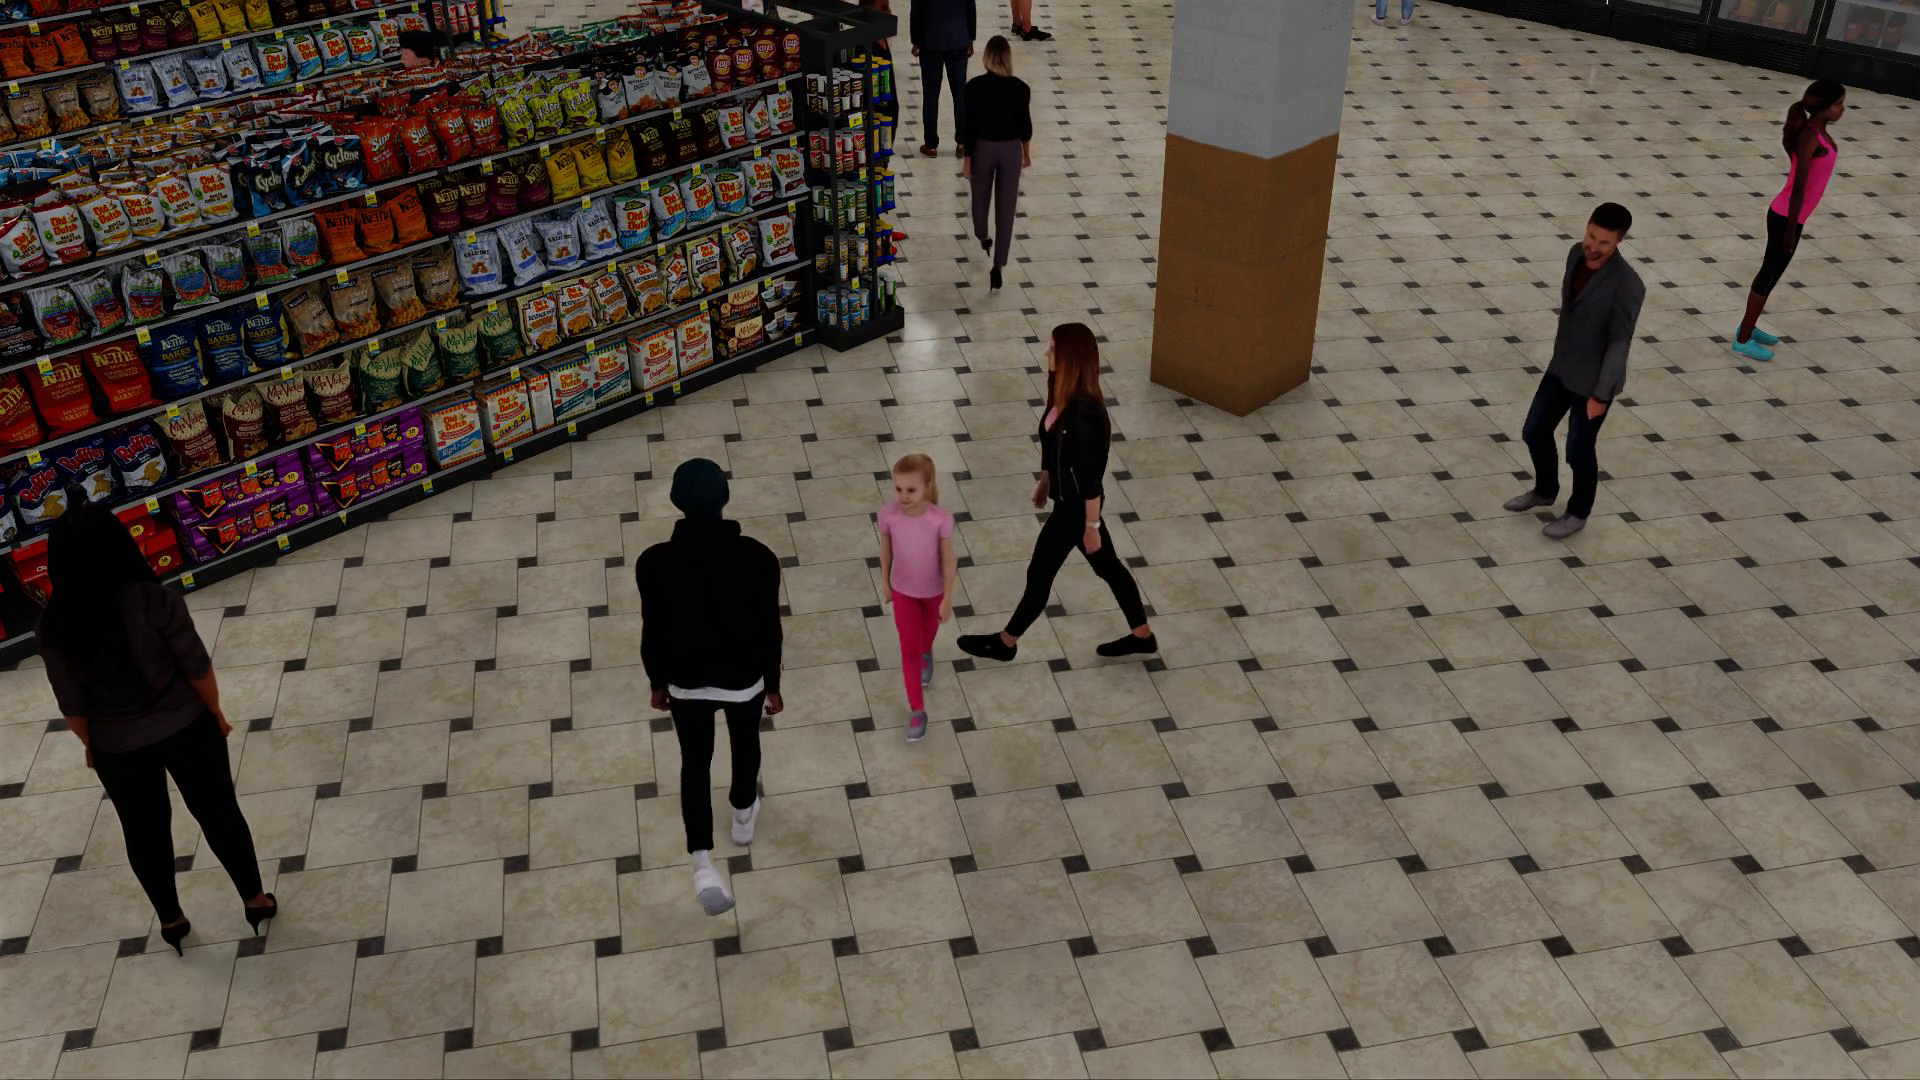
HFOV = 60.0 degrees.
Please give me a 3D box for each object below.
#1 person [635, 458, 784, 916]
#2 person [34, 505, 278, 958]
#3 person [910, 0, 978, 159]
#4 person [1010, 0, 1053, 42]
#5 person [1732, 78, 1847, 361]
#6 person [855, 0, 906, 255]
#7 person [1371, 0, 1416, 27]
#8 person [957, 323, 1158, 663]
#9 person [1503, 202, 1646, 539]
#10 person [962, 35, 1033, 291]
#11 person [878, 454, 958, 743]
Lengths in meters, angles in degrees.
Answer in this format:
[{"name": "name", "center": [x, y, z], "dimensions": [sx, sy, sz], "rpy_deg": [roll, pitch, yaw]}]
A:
[{"name": "person", "center": [-0.888, 0.554, 6.029], "dimensions": [1.162, 1.796, 1.174], "rpy_deg": [-3, 32, -4]}, {"name": "person", "center": [-2.791, 0.692, 5.766], "dimensions": [0.688, 1.841, 0.801], "rpy_deg": [-10, 33, -15]}, {"name": "person", "center": [-0.126, -3.972, 13.276], "dimensions": [0.764, 1.826, 0.852], "rpy_deg": [-4, 32, -6]}, {"name": "person", "center": [0.652, -5.881, 16.309], "dimensions": [0.747, 1.862, 0.769], "rpy_deg": [-11, 33, -17]}, {"name": "person", "center": [5.052, -1.964, 10.146], "dimensions": [0.680, 1.722, 0.557], "rpy_deg": [17, 36, 26]}, {"name": "person", "center": [-0.589, -2.917, 11.601], "dimensions": [0.783, 1.805, 0.674], "rpy_deg": [5, 32, 8]}, {"name": "person", "center": [4.456, -6.146, 16.746], "dimensions": [0.729, 1.851, 0.771], "rpy_deg": [2, 32, 3]}, {"name": "person", "center": [0.602, -0.138, 7.270], "dimensions": [1.179, 1.661, 1.131], "rpy_deg": [1, 32, 1]}, {"name": "person", "center": [3.107, -0.825, 8.217], "dimensions": [0.836, 1.827, 0.833], "rpy_deg": [-5, 32, -8]}, {"name": "person", "center": [0.245, -2.446, 11.012], "dimensions": [1.027, 1.626, 1.106], "rpy_deg": [1, 32, 2]}, {"name": "person", "center": [-0.166, 0.167, 7.177], "dimensions": [0.864, 1.242, 0.926], "rpy_deg": [0, 32, 1]}]
